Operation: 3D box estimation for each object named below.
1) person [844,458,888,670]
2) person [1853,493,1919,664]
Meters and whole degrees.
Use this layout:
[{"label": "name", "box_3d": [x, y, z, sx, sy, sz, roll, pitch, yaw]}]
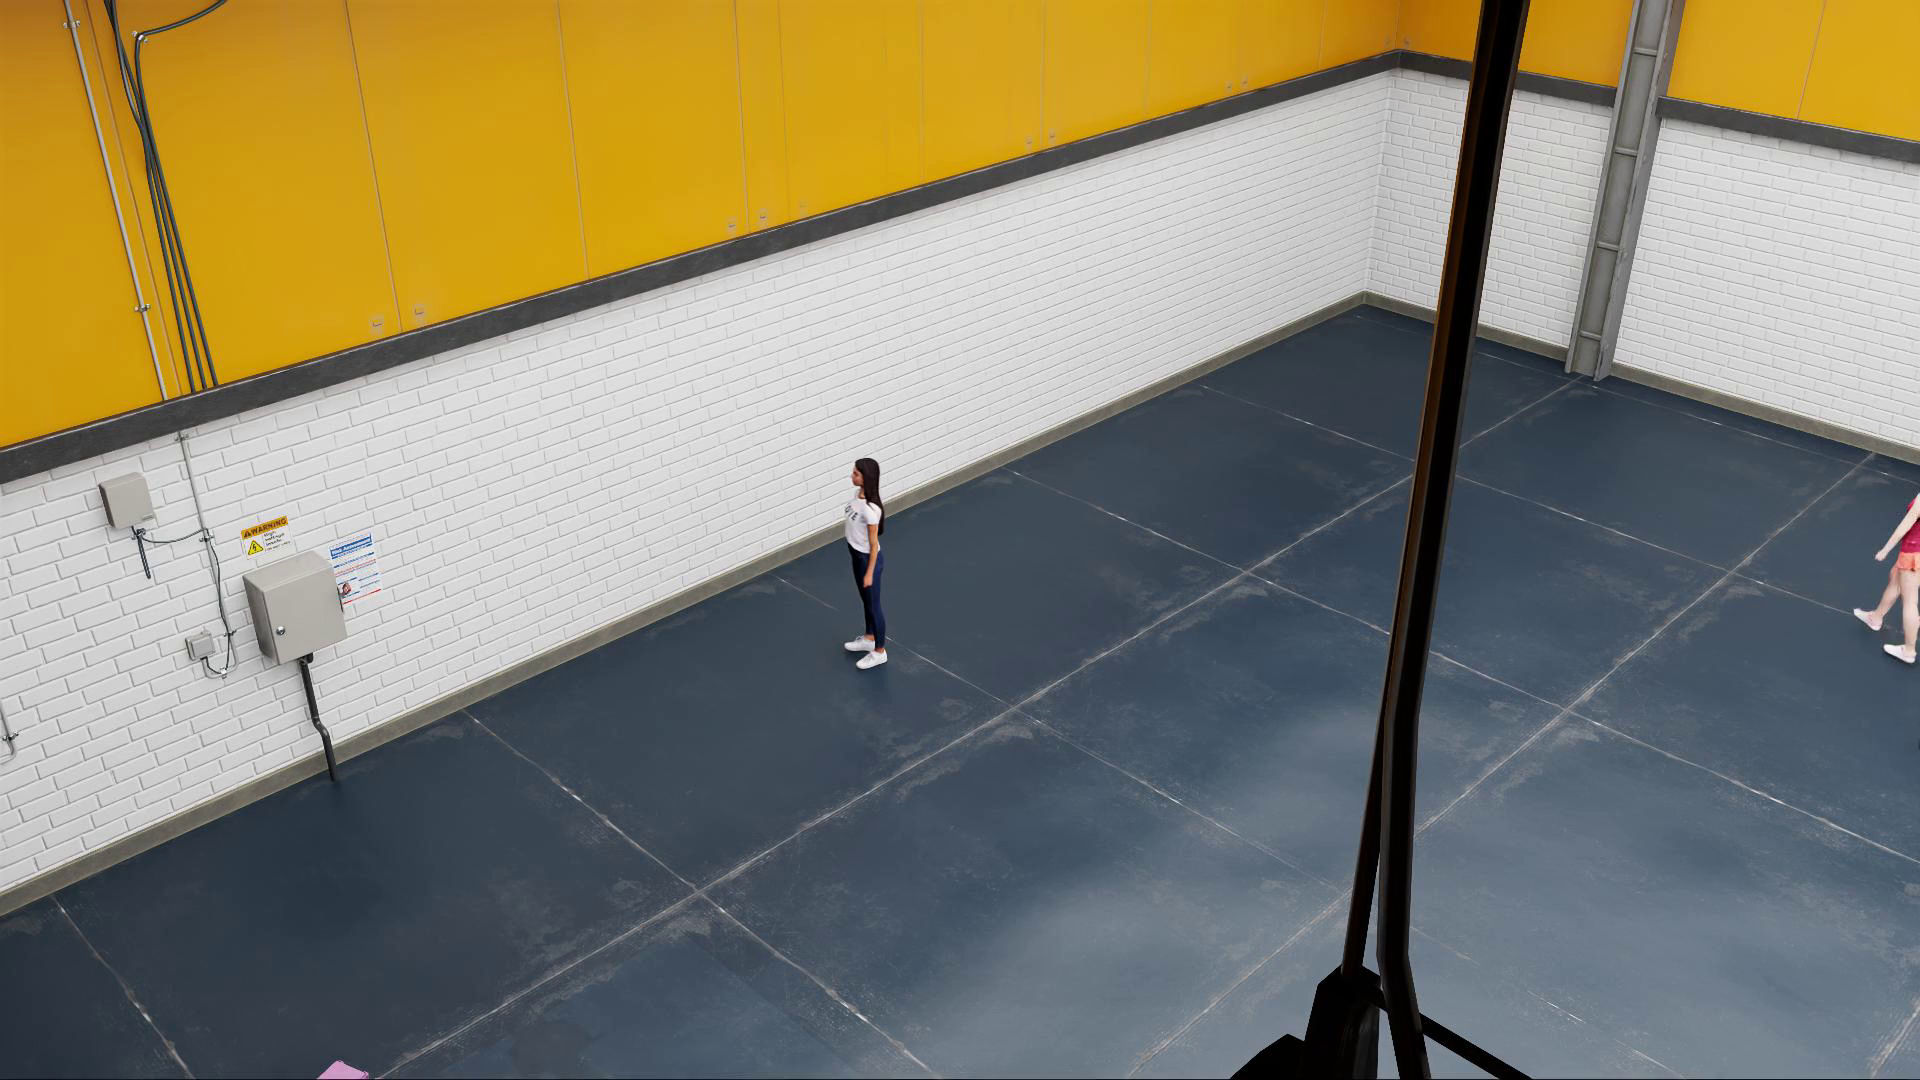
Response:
[{"label": "person", "box_3d": [-0.712, 0.163, 12.901, 0.727, 1.774, 0.606, -8, 30, -15]}, {"label": "person", "box_3d": [7.531, 0.156, 12.963, 0.767, 1.726, 1.006, -15, 32, -25]}]
